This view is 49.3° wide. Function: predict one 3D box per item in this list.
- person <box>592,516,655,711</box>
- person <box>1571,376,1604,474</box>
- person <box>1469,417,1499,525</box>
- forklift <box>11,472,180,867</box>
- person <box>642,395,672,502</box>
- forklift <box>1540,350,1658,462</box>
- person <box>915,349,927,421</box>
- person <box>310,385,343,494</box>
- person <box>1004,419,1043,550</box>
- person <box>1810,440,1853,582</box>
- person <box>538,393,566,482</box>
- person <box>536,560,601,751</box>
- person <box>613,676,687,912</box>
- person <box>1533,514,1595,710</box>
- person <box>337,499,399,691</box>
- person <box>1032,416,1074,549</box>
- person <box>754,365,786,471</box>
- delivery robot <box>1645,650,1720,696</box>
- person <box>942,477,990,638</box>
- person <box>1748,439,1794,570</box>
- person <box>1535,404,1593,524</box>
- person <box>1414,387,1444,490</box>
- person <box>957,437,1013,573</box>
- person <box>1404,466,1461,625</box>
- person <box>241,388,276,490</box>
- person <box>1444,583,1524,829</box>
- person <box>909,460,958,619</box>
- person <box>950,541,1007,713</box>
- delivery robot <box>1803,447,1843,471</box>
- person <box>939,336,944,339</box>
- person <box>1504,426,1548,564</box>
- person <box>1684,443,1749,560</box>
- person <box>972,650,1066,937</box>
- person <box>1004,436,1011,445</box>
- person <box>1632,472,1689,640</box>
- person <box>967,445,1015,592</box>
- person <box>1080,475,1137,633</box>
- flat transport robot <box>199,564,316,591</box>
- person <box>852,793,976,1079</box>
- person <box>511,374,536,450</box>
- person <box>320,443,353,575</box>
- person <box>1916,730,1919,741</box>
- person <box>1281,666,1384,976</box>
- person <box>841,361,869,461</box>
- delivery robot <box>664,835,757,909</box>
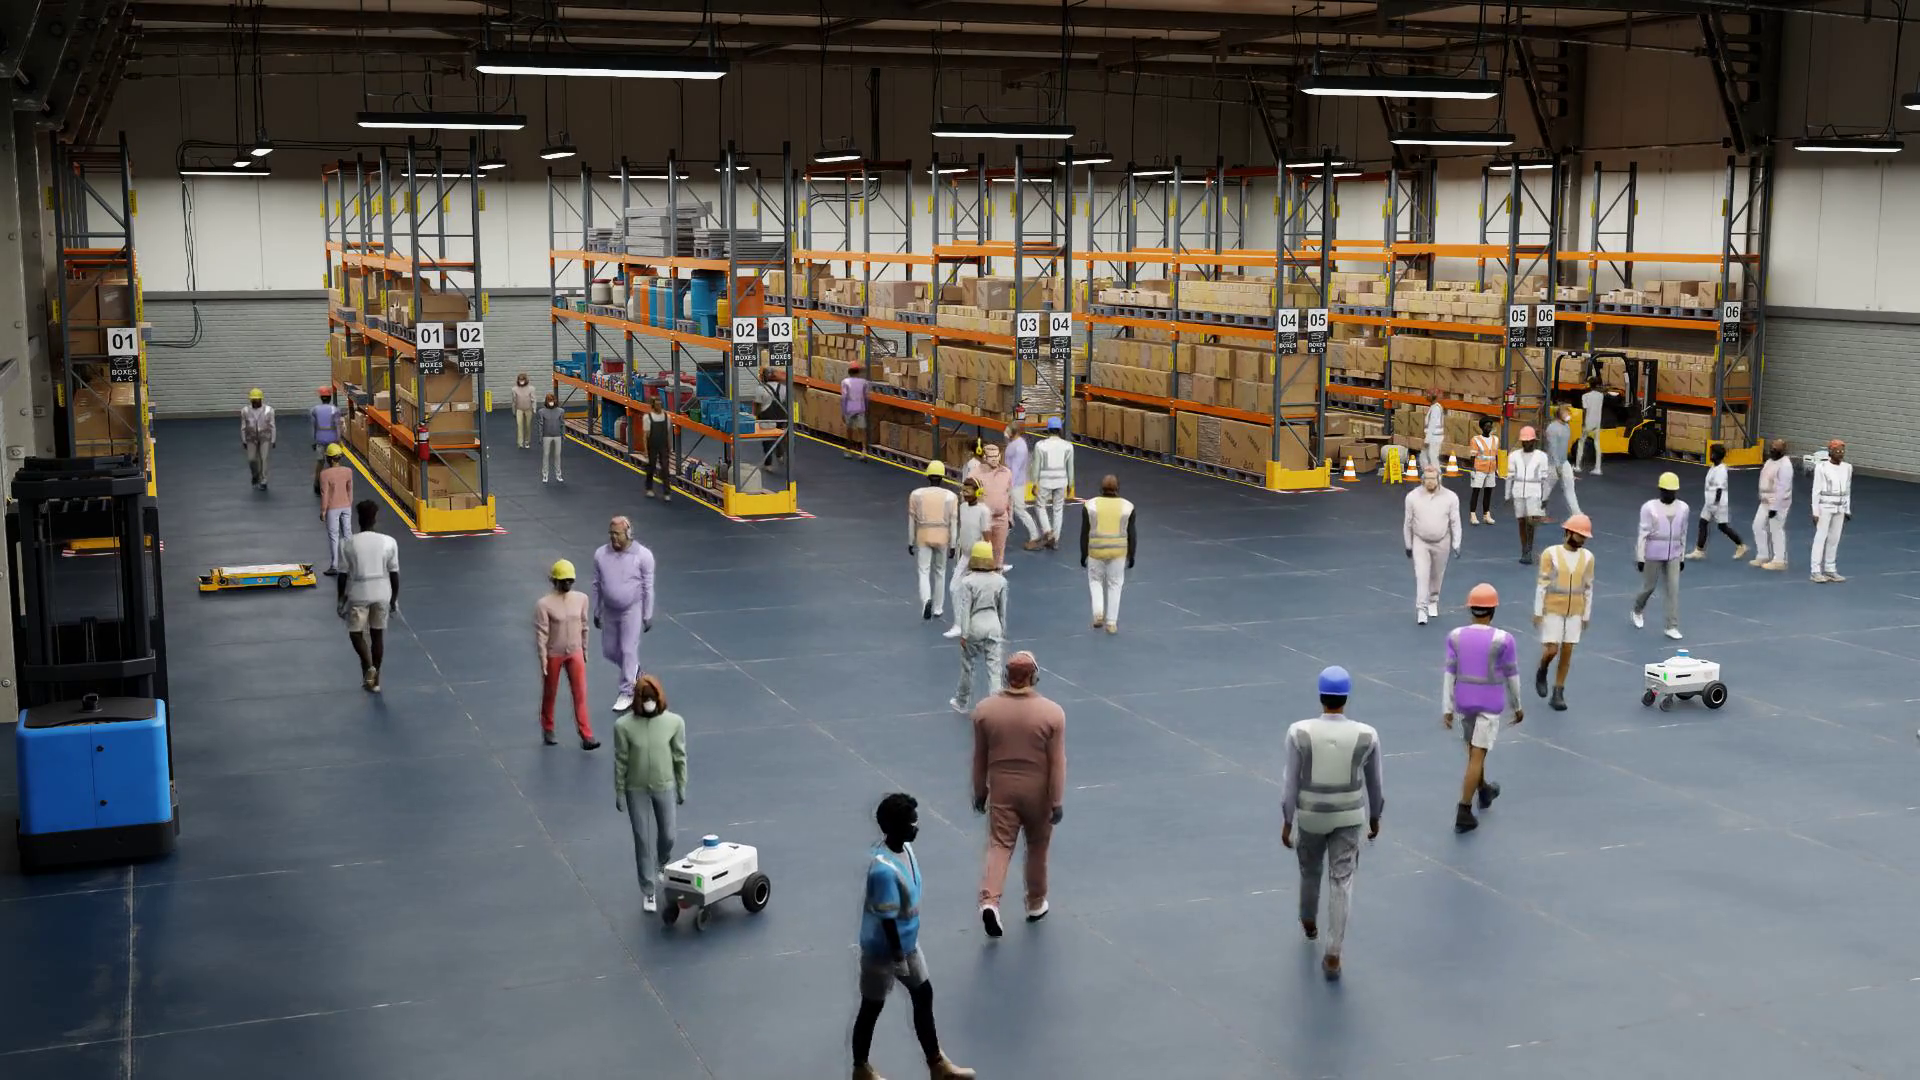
[{"bbox_3d":[-3.278,0.686,20.465,0.646,1.885,0.681,3,9,18],"label":"person"},{"bbox_3d":[11.952,-2.184,39.775,0.541,1.834,0.874,-3,9,-17],"label":"person"},{"bbox_3d":[8.242,-1.089,32.908,0.541,1.695,0.316,-3,9,-21],"label":"person"},{"bbox_3d":[-6.630,0.886,15.957,1.129,2.768,1.873,-3,9,-21],"label":"forklift"},{"bbox_3d":[-5.211,-1.592,35.927,0.525,1.814,0.919,-4,9,-23],"label":"person"},{"bbox_3d":[12.897,-2.725,42.309,2.313,2.155,1.214,-3,9,-21],"label":"forklift"},{"bbox_3d":[-0.929,-3.806,50.693,0.624,1.810,0.904,1,9,4],"label":"person"},{"bbox_3d":[-11.089,-1.757,36.659,0.557,1.913,0.835,0,9,2],"label":"person"},{"bbox_3d":[0.792,-0.801,30.274,0.875,1.910,0.633,-2,9,-15],"label":"person"},{"bbox_3d":[11.497,-0.383,27.623,0.602,1.878,0.362,-3,9,-17],"label":"person"},{"bbox_3d":[-7.475,-1.876,38.366,0.508,1.632,0.265,-3,9,-21],"label":"person"},{"bbox_3d":[-3.539,1.028,18.742,0.544,1.715,0.919,-5,10,-33],"label":"person"},{"bbox_3d":[-2.142,1.718,14.462,0.504,1.620,0.477,-2,9,-13],"label":"person"},{"bbox_3d":[5.861,0.684,20.370,0.586,1.914,0.517,-1,9,-5],"label":"person"},{"bbox_3d":[-5.916,0.571,20.996,0.639,1.945,0.559,-5,10,-28],"label":"person"},{"bbox_3d":[1.345,-0.828,30.354,0.655,1.939,0.425,-2,9,-15],"label":"person"},{"bbox_3d":[-3.682,-2.331,40.187,0.687,2.000,0.537,-8,11,-42],"label":"person"},{"bbox_3d":[7.063,1.317,20.489,0.707,0.478,0.477,-3,9,-21],"label":"delivery robot"},{"bbox_3d":[0.054,0.216,23.703,0.655,1.851,0.572,-7,11,-40],"label":"person"},{"bbox_3d":[11.015,-0.481,28.476,0.598,1.811,0.659,0,9,2],"label":"person"},{"bbox_3d":[9.468,-1.174,32.825,0.641,1.891,0.997,-7,11,-41],"label":"person"},{"bbox_3d":[8.245,-1.763,36.855,0.525,1.871,0.594,1,9,6],"label":"person"},{"bbox_3d":[0.332,-0.458,28.198,0.870,1.840,0.524,-1,9,-5],"label":"person"},{"bbox_3d":[5.607,0.042,24.858,0.657,1.862,1.000,1,9,9],"label":"person"},{"bbox_3d":[-12.475,-1.800,37.257,0.597,1.819,0.428,-2,9,-12],"label":"person"},{"bbox_3d":[4.121,1.281,16.506,0.552,1.885,1.008,7,11,39],"label":"person"},{"bbox_3d":[-0.317,0.004,24.923,0.589,1.908,0.759,0,9,-1],"label":"person"},{"bbox_3d":[0.184,0.853,19.912,0.502,1.700,0.857,-4,9,-23],"label":"person"},{"bbox_3d":[16.164,-1.492,39.217,0.707,0.478,0.477,-3,9,-19],"label":"delivery robot"},{"bbox_3d":[-0.493,-4.182,52.746,0.657,1.947,0.626,8,12,43],"label":"person"},{"bbox_3d":[7.819,-0.616,29.018,0.560,1.911,0.657,5,10,29],"label":"person"},{"bbox_3d":[10.641,-0.532,29.300,0.831,1.662,0.536,1,9,6],"label":"person"},{"bbox_3d":[0.381,1.672,13.913,0.651,1.881,0.857,2,9,16],"label":"person"},{"bbox_3d":[1.012,-2.674,43.157,0.581,1.796,0.862,-2,9,-14],"label":"person"},{"bbox_3d":[8.051,0.140,24.074,0.598,1.899,0.885,-1,9,-7],"label":"person"},{"bbox_3d":[0.406,-0.270,26.752,0.652,1.906,0.402,-3,9,-22],"label":"person"},{"bbox_3d":[1.715,0.157,24.173,0.662,1.823,0.481,0,9,2],"label":"person"},{"bbox_3d":[-9.181,0.476,27.349,1.431,0.197,0.652,-3,9,-21],"label":"flat transport robot"},{"bbox_3d":[-0.254,2.176,11.207,0.768,1.663,0.554,2,9,14],"label":"person"},{"bbox_3d":[-9.151,-2.690,43.947,0.501,1.586,0.859,-2,9,-14],"label":"person"},{"bbox_3d":[-8.396,-0.418,28.195,0.308,1.772,0.526,6,10,34],"label":"person"},{"bbox_3d":[9.092,0.945,18.454,0.611,1.986,1.088,-6,11,-37],"label":"person"},{"bbox_3d":[2.378,1.737,13.386,0.651,1.894,0.986,1,9,8],"label":"person"},{"bbox_3d":[-2.077,-2.584,41.896,0.623,2.001,1.020,-3,9,-22],"label":"person"},{"bbox_3d":[-1.692,2.253,14.237,0.477,0.478,0.707,5,10,30],"label":"delivery robot"}]
